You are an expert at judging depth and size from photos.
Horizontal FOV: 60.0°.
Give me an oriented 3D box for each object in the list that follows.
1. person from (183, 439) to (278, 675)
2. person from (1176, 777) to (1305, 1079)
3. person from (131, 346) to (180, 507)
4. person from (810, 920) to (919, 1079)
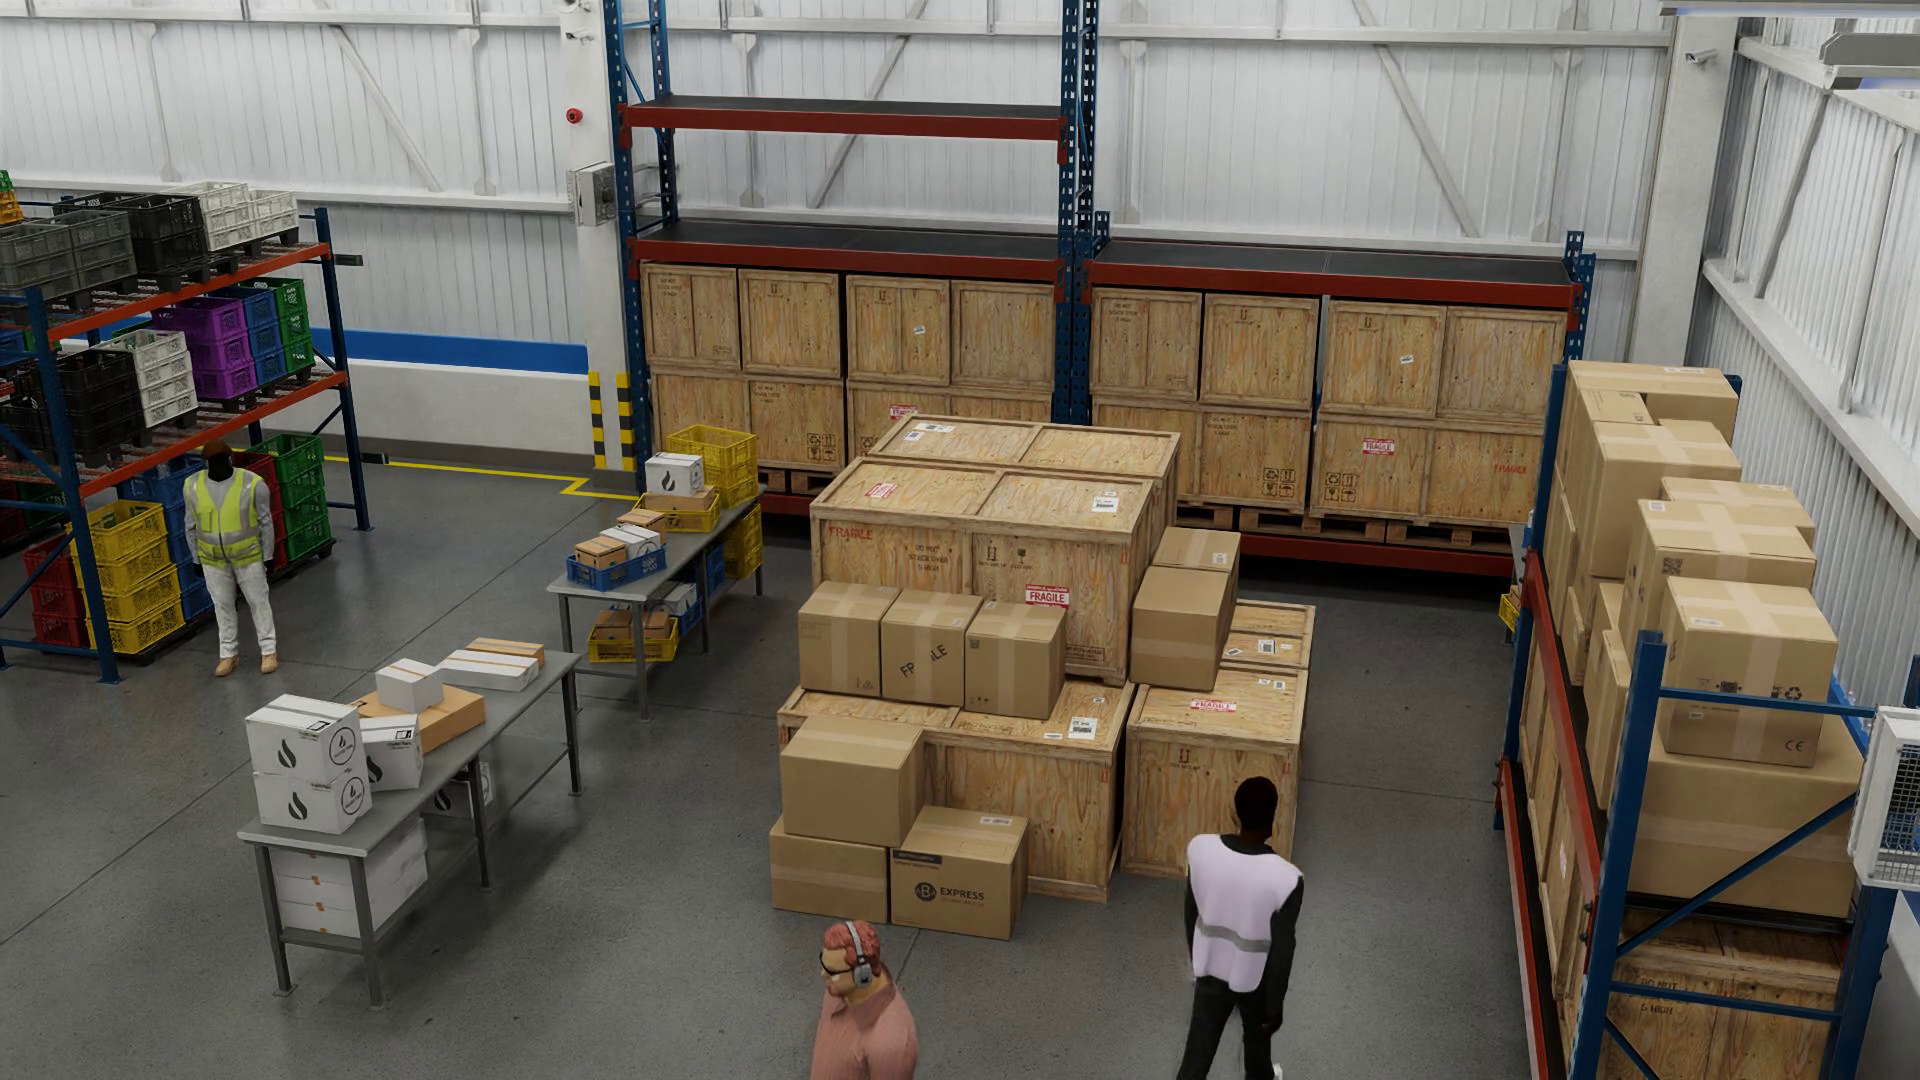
[{"bbox_3d":[-5.464,0.127,12.492,0.625,1.843,0.429,-3,21,-8],"label":"person"},{"bbox_3d":[1.245,1.975,7.639,0.603,1.868,1.012,14,25,32],"label":"person"},{"bbox_3d":[-7.247,-0.856,15.025,0.598,1.866,0.519,7,22,18],"label":"person"},{"bbox_3d":[-0.395,2.344,6.622,0.401,1.896,0.633,-7,22,-18],"label":"person"}]
